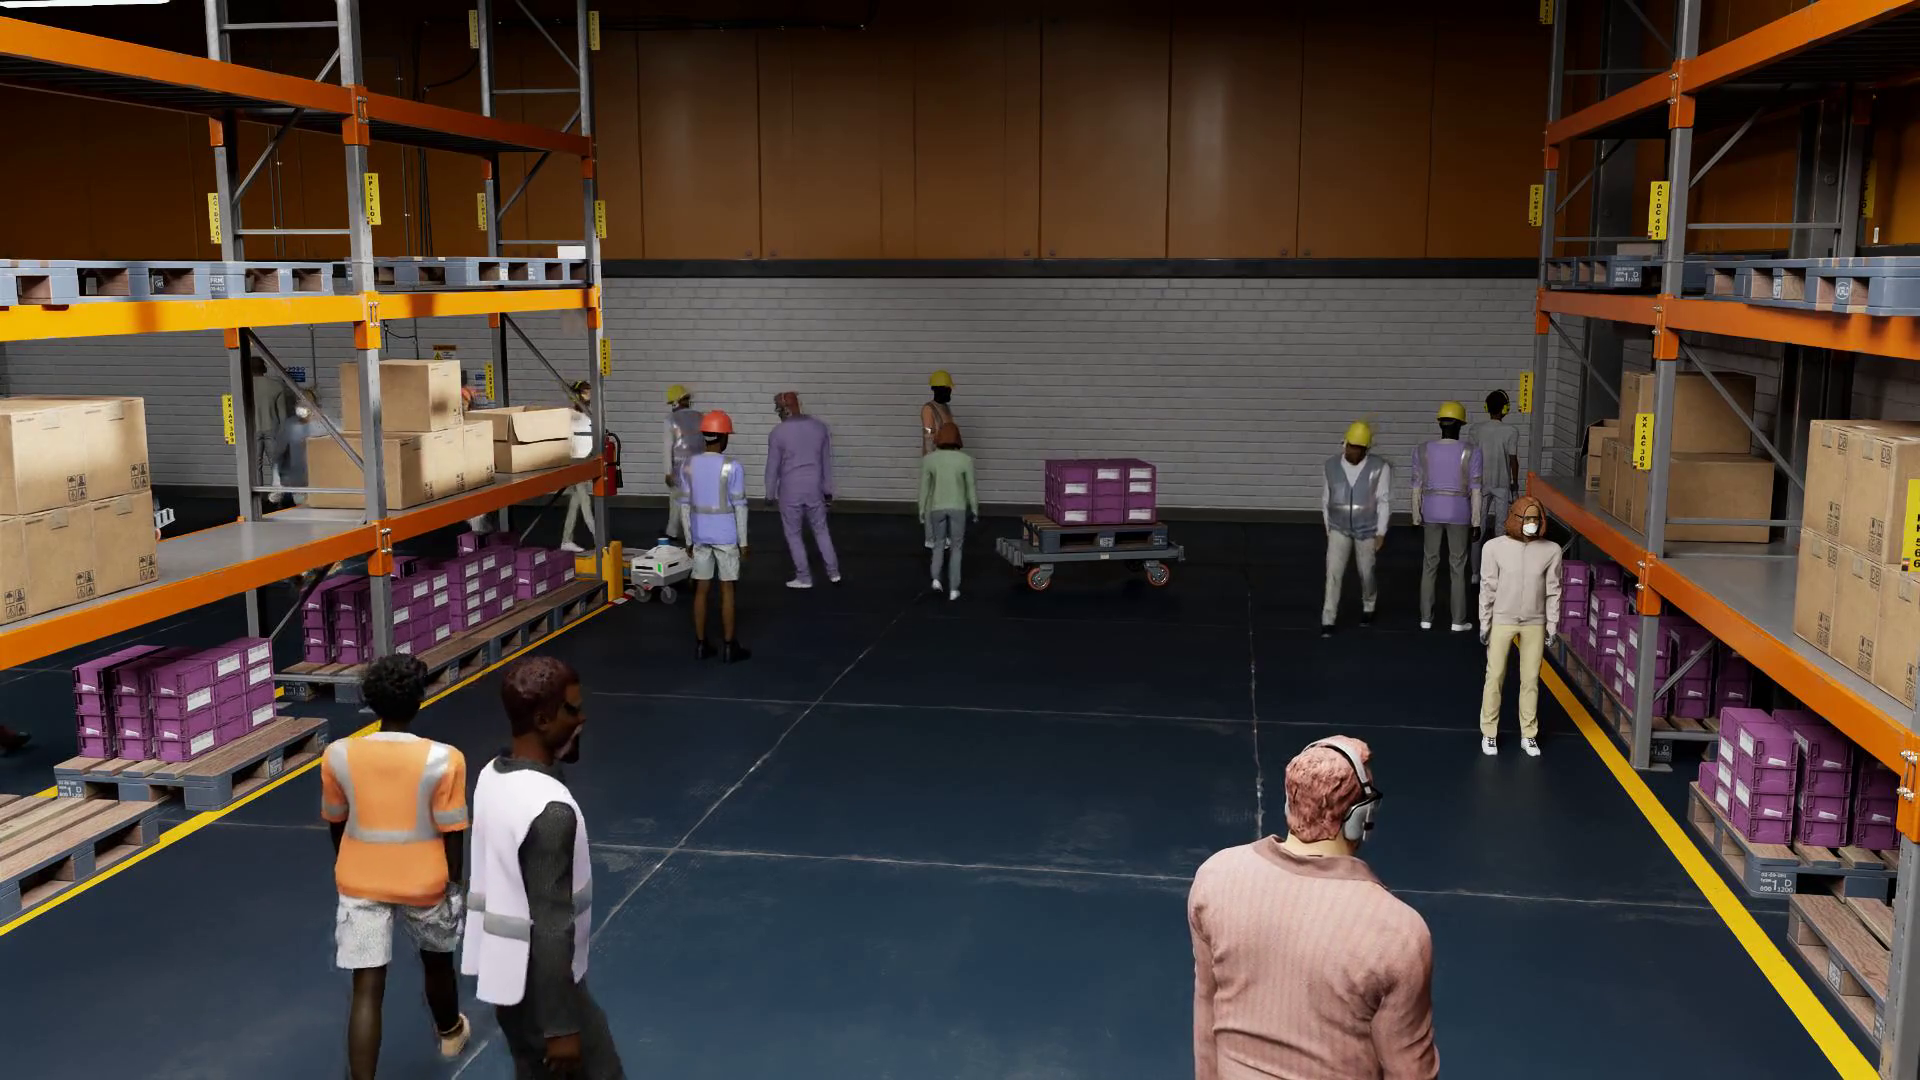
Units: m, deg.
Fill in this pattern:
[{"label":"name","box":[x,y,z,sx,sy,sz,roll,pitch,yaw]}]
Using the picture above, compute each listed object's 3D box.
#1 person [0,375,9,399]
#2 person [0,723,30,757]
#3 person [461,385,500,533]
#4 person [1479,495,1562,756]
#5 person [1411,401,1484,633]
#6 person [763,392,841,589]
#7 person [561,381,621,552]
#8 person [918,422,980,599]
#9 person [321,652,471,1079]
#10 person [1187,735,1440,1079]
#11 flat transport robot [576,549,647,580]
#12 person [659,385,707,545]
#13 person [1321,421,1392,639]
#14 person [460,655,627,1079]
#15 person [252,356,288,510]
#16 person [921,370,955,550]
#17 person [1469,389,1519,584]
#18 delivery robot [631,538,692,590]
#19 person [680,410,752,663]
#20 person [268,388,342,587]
[{"label":"person","box":[-10.408,-0.925,17.954,0.684,2.000,0.538,1,9,5]},{"label":"person","box":[-5.897,0.545,9.876,0.547,1.712,0.928,2,9,11]},{"label":"person","box":[-4.902,-0.660,16.900,0.586,1.860,0.606,4,10,22]},{"label":"person","box":[3.446,0.529,10.263,0.496,1.629,0.277,1,9,4]},{"label":"person","box":[4.033,-0.188,13.787,0.584,1.917,0.381,5,10,28]},{"label":"person","box":[-1.486,-0.469,15.684,0.788,1.867,0.400,-6,11,-35]},{"label":"person","box":[-3.901,-0.749,17.511,0.910,1.830,0.517,4,10,23]},{"label":"person","box":[-0.106,-0.265,15.194,0.536,1.616,0.360,2,9,12]},{"label":"person","box":[-2.007,1.214,5.949,0.531,1.649,0.874,-1,9,-6]},{"label":"person","box":[0.858,1.404,4.042,0.647,1.900,0.402,8,12,42]},{"label":"flat transport robot","box":[-3.207,0.240,16.210,1.431,0.197,0.652,5,11,29]},{"label":"person","box":[-2.972,-0.778,17.888,0.598,1.767,0.909,-7,12,-38]},{"label":"person","box":[3.271,-0.109,13.742,0.578,1.785,0.853,3,10,21]},{"label":"person","box":[-1.200,1.271,4.816,0.441,1.904,0.632,-5,11,-30]},{"label":"person","box":[-8.729,-1.333,20.800,0.627,1.934,0.370,-5,11,-29]},{"label":"person","box":[-0.219,-0.866,17.932,0.359,1.930,0.588,3,10,20]},{"label":"person","box":[5.076,-0.490,15.811,0.510,1.867,0.329,7,12,38]},{"label":"delivery robot","box":[-2.695,0.225,15.143,0.477,0.478,0.707,3,10,20]},{"label":"person","box":[-1.856,-0.028,12.749,0.551,1.932,0.378,3,10,21]},{"label":"person","box":[-6.248,-0.518,15.978,0.640,1.887,1.070,2,10,15]}]
